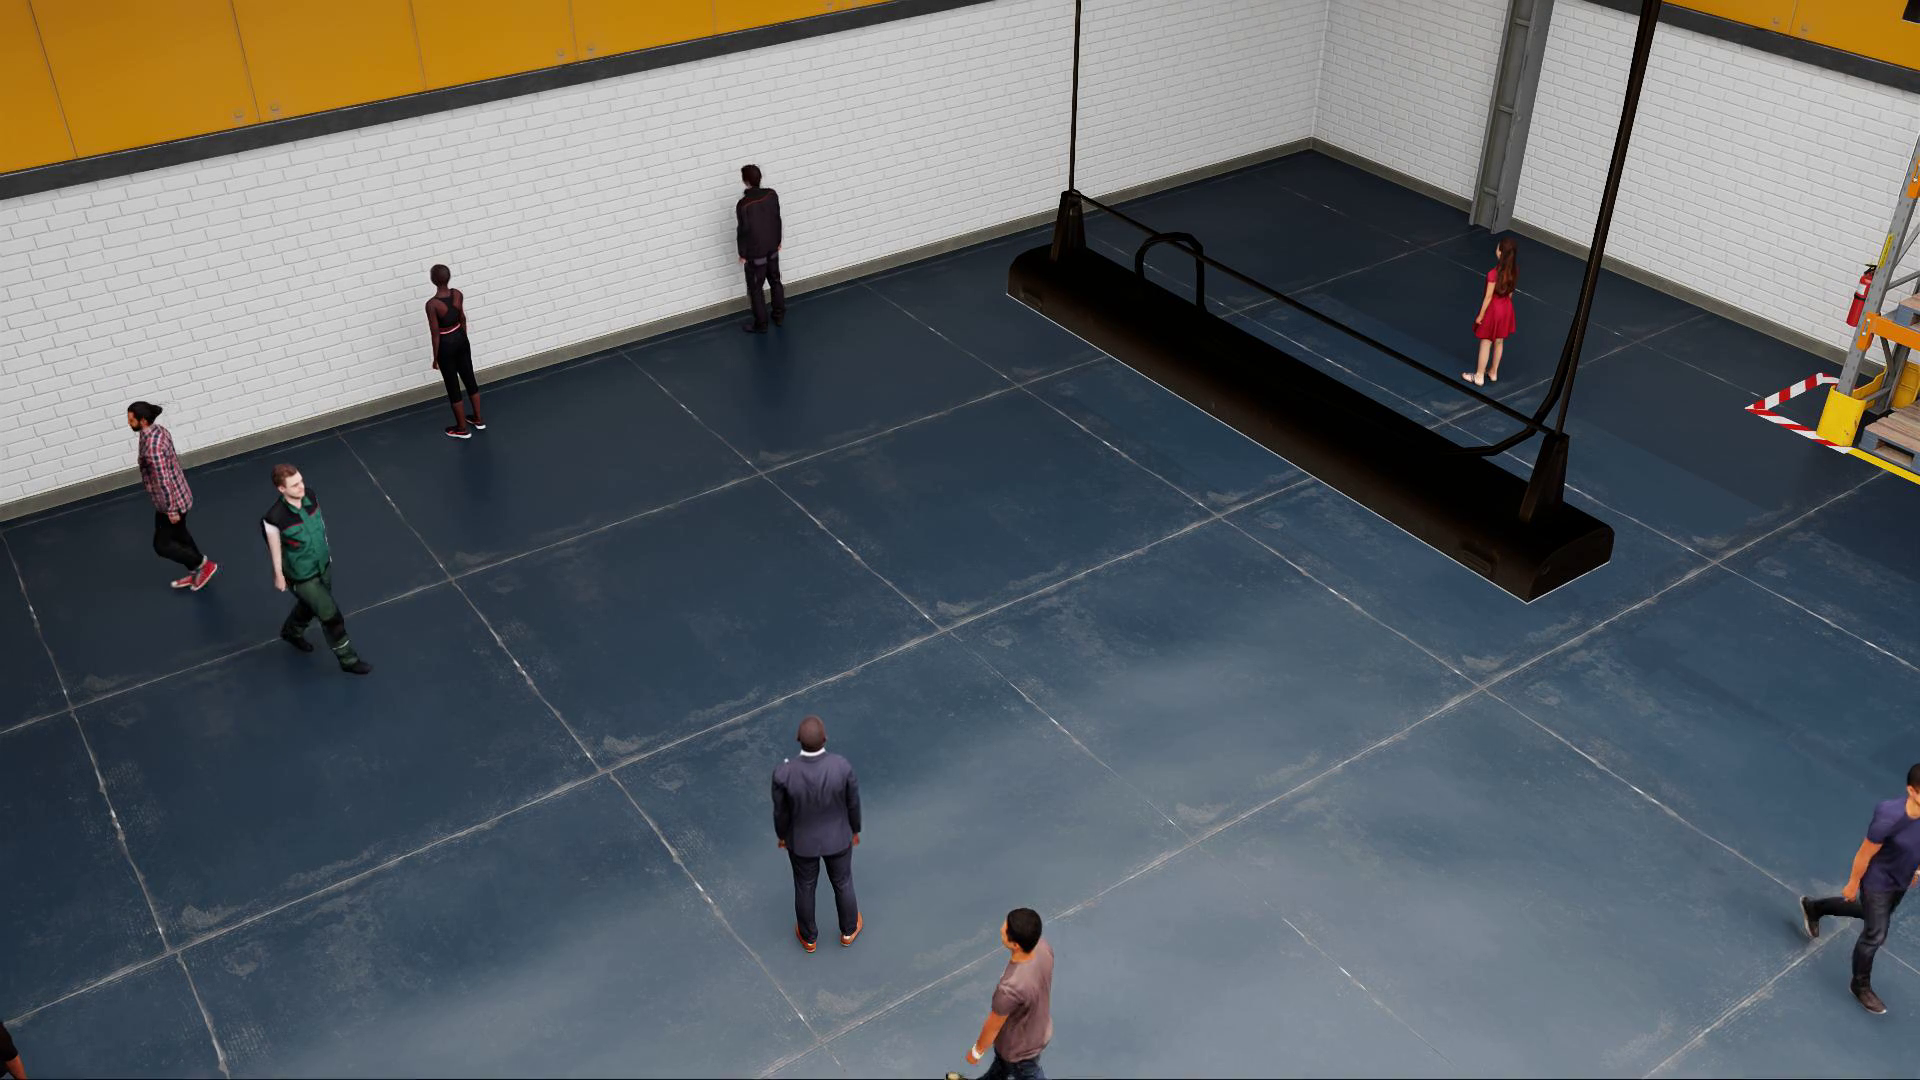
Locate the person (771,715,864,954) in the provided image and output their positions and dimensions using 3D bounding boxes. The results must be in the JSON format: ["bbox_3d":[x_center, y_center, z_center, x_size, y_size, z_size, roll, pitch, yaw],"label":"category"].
[{"bbox_3d":[-0.861,1.815,10.215,0.791,1.824,0.793,-3,34,-4],"label":"person"}]

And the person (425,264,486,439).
[{"bbox_3d":[-4.784,-1.797,15.712,0.643,1.754,0.648,20,39,27],"label":"person"}]

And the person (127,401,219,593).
[{"bbox_3d":[-6.373,-0.353,13.542,0.828,1.751,0.657,-14,36,-19],"label":"person"}]

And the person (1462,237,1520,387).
[{"bbox_3d":[5.364,-2.292,16.638,0.558,1.554,0.618,-17,37,-24],"label":"person"}]

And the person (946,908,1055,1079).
[{"bbox_3d":[0.429,2.707,8.949,1.150,1.739,0.984,13,36,19],"label":"person"}]

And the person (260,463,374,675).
[{"bbox_3d":[-5.028,0.201,12.660,1.214,1.805,1.061,11,35,16],"label":"person"}]

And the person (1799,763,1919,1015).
[{"bbox_3d":[5.517,1.977,10.020,0.818,1.769,1.112,-11,35,-17],"label":"person"}]

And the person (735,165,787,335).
[{"bbox_3d":[-2.079,-3.090,17.583,0.762,1.836,0.624,-23,40,-30],"label":"person"}]
